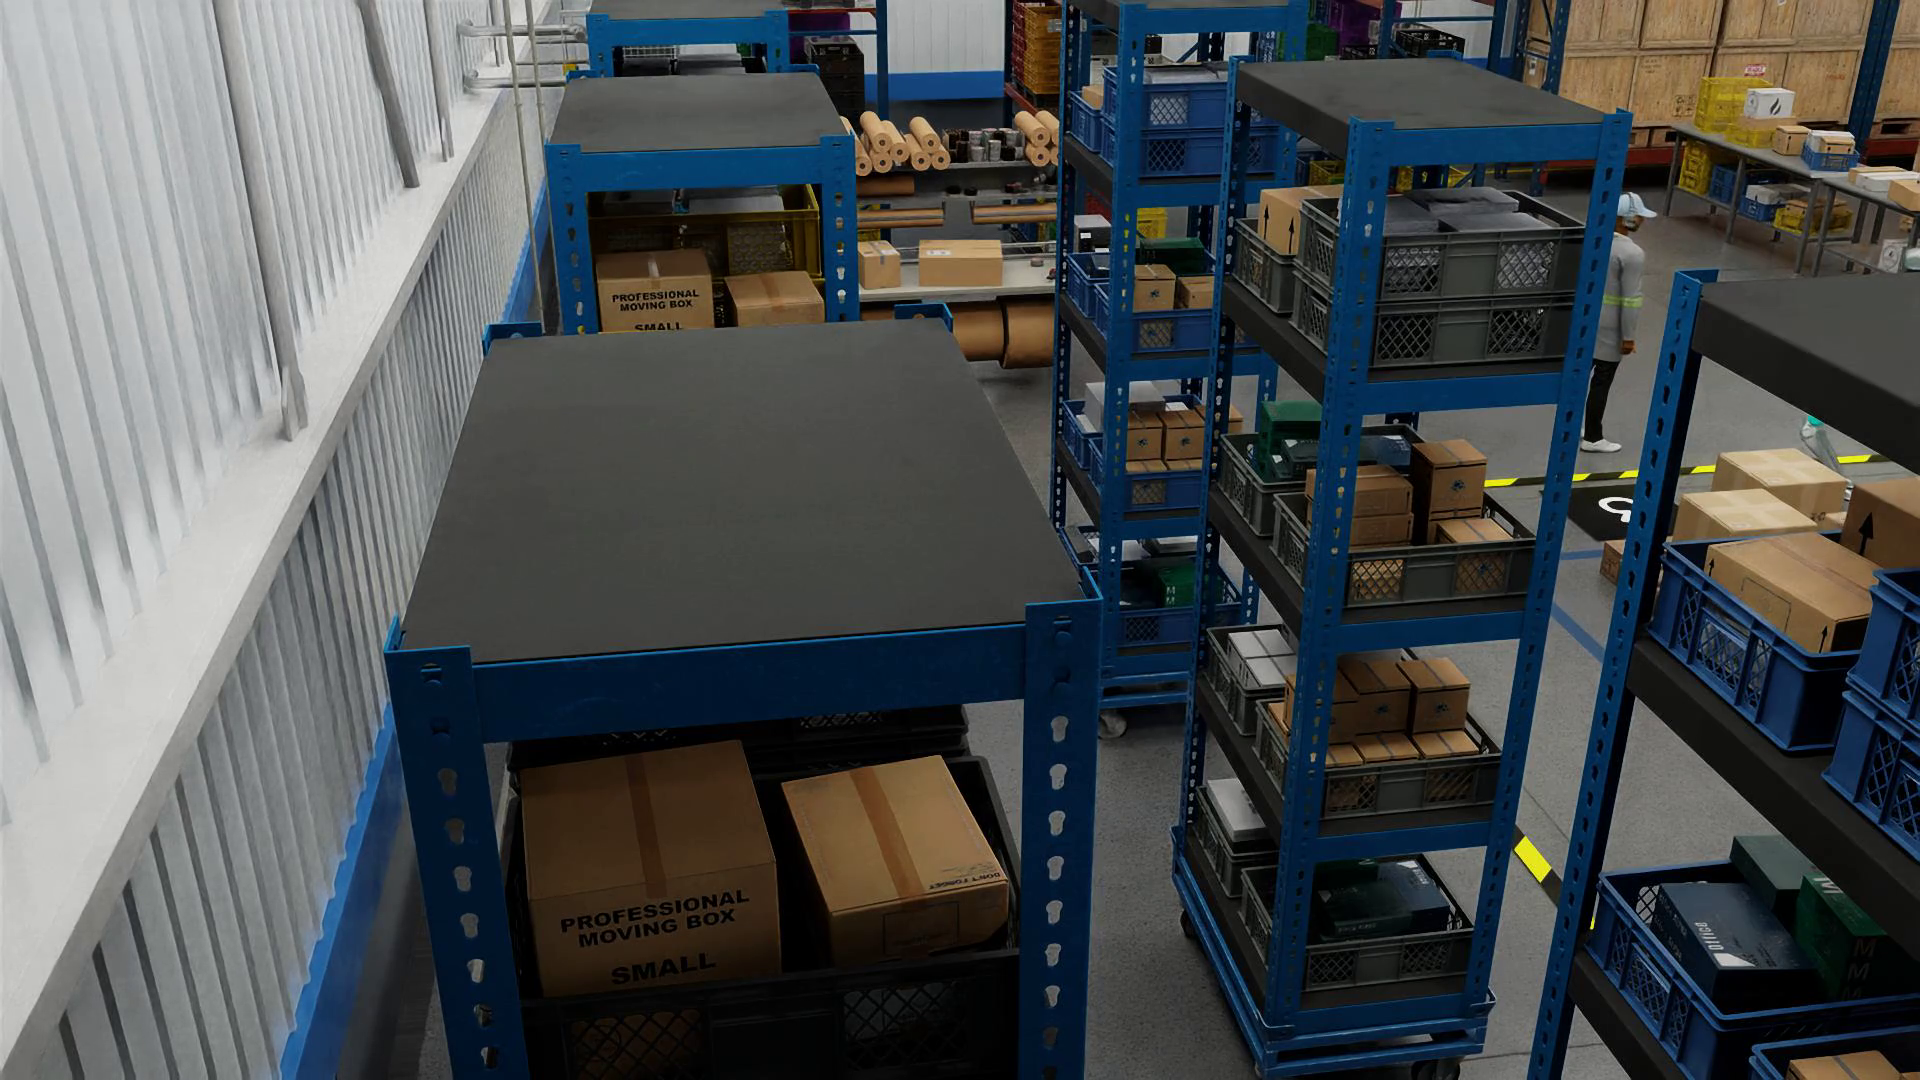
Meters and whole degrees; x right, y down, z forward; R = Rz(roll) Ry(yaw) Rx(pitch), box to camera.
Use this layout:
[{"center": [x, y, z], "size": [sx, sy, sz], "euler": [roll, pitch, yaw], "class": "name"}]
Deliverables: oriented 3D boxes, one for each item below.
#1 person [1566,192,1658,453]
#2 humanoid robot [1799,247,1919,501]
[{"center": [4.572, -1.535, 11.742], "size": [0.388, 1.849, 0.597], "euler": [-9, 26, -18], "class": "person"}, {"center": [5.799, -1.098, 10.763], "size": [0.735, 1.681, 0.533], "euler": [15, 28, 29], "class": "humanoid robot"}]
